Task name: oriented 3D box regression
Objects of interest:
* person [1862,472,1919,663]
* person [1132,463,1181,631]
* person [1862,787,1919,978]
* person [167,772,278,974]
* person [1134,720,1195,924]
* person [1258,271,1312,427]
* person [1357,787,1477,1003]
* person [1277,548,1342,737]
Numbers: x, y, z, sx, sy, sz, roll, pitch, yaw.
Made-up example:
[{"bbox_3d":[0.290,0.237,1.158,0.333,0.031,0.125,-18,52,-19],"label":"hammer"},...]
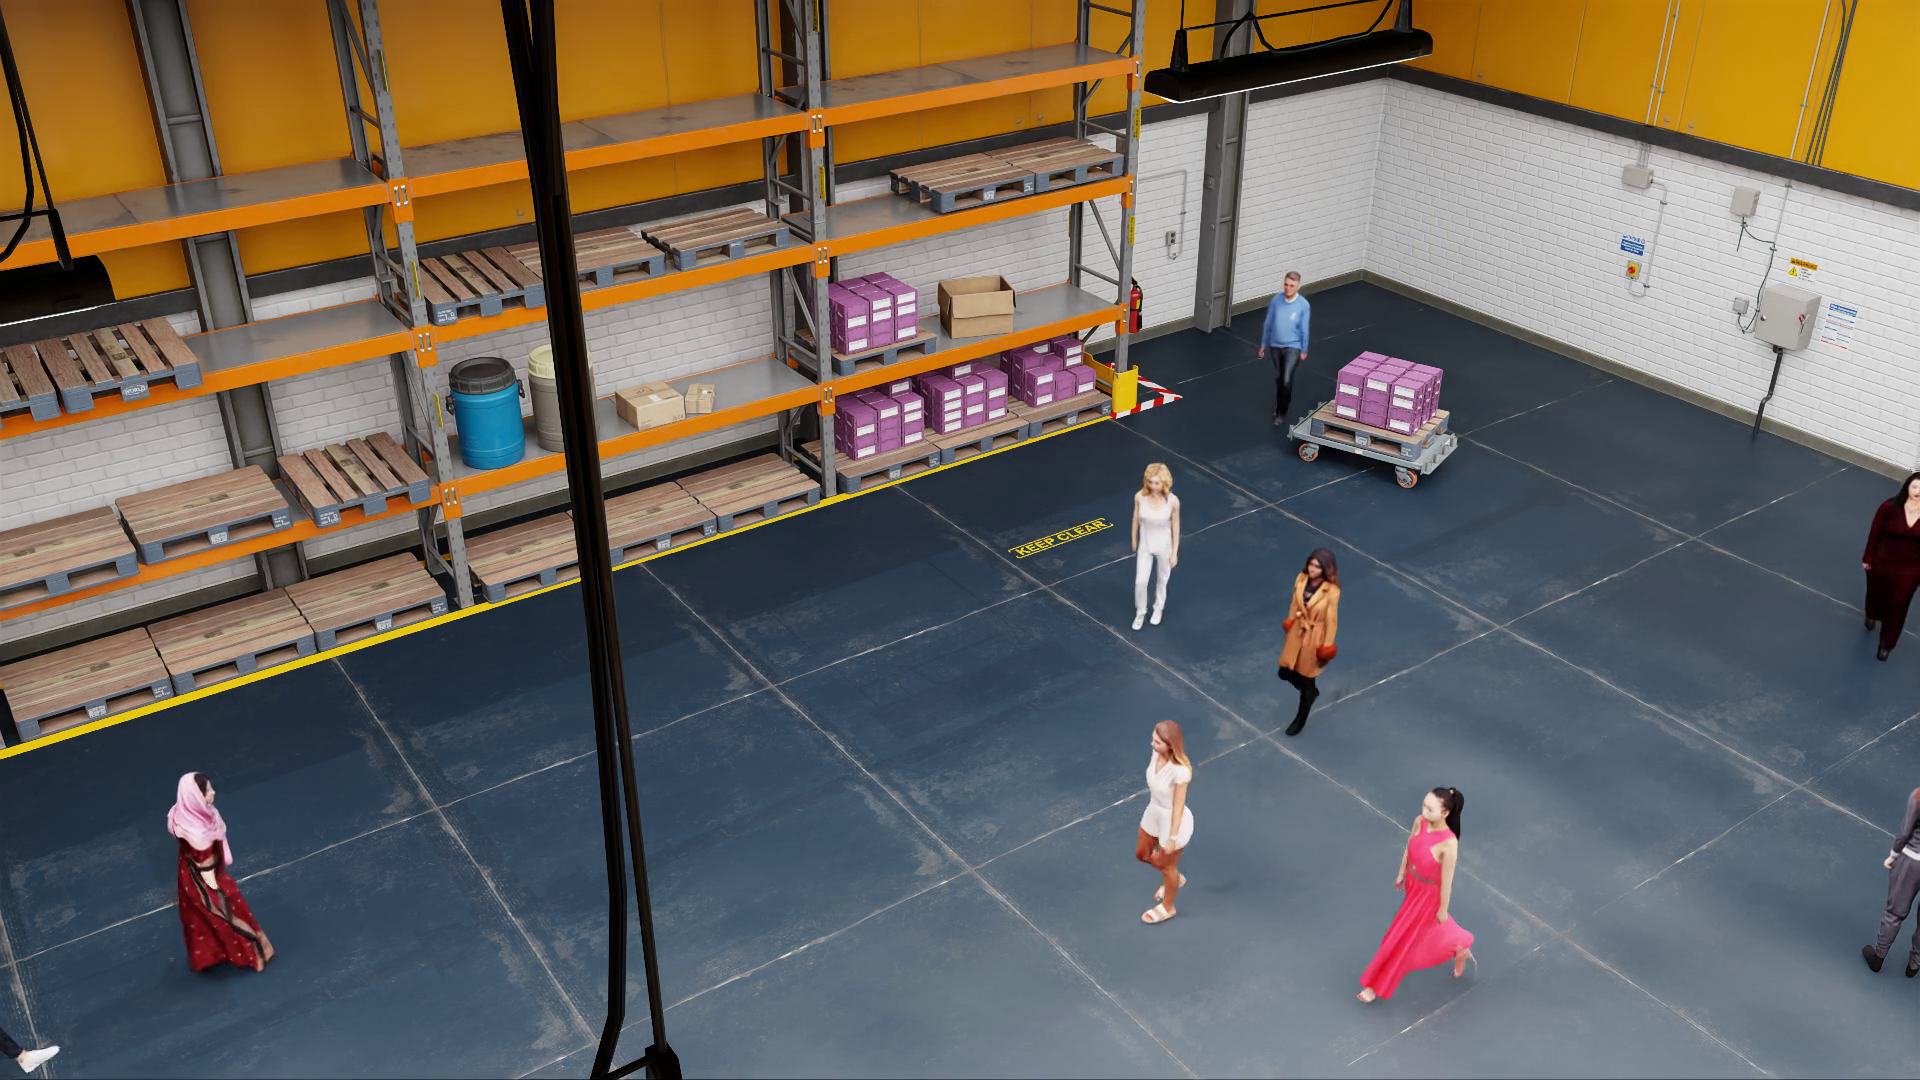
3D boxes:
[{"bbox_3d":[8.300,0.165,14.779,1.023,1.698,1.243,13,31,23],"label":"person"},{"bbox_3d":[1.816,0.004,15.123,0.771,1.651,0.828,8,30,14],"label":"person"},{"bbox_3d":[6.400,2.159,11.040,0.662,1.779,0.680,11,30,19],"label":"person"},{"bbox_3d":[-5.074,2.232,11.071,0.793,1.621,0.695,-19,34,-30],"label":"person"},{"bbox_3d":[1.516,1.931,11.555,0.674,1.685,0.613,-14,31,-23],"label":"person"},{"bbox_3d":[3.786,-2.266,19.142,0.808,1.789,0.945,20,34,32],"label":"person"},{"bbox_3d":[3.098,2.307,10.861,1.174,1.690,0.839,-7,29,-13],"label":"person"},{"bbox_3d":[2.901,0.809,13.584,0.754,1.712,0.740,-22,35,-34],"label":"person"}]
